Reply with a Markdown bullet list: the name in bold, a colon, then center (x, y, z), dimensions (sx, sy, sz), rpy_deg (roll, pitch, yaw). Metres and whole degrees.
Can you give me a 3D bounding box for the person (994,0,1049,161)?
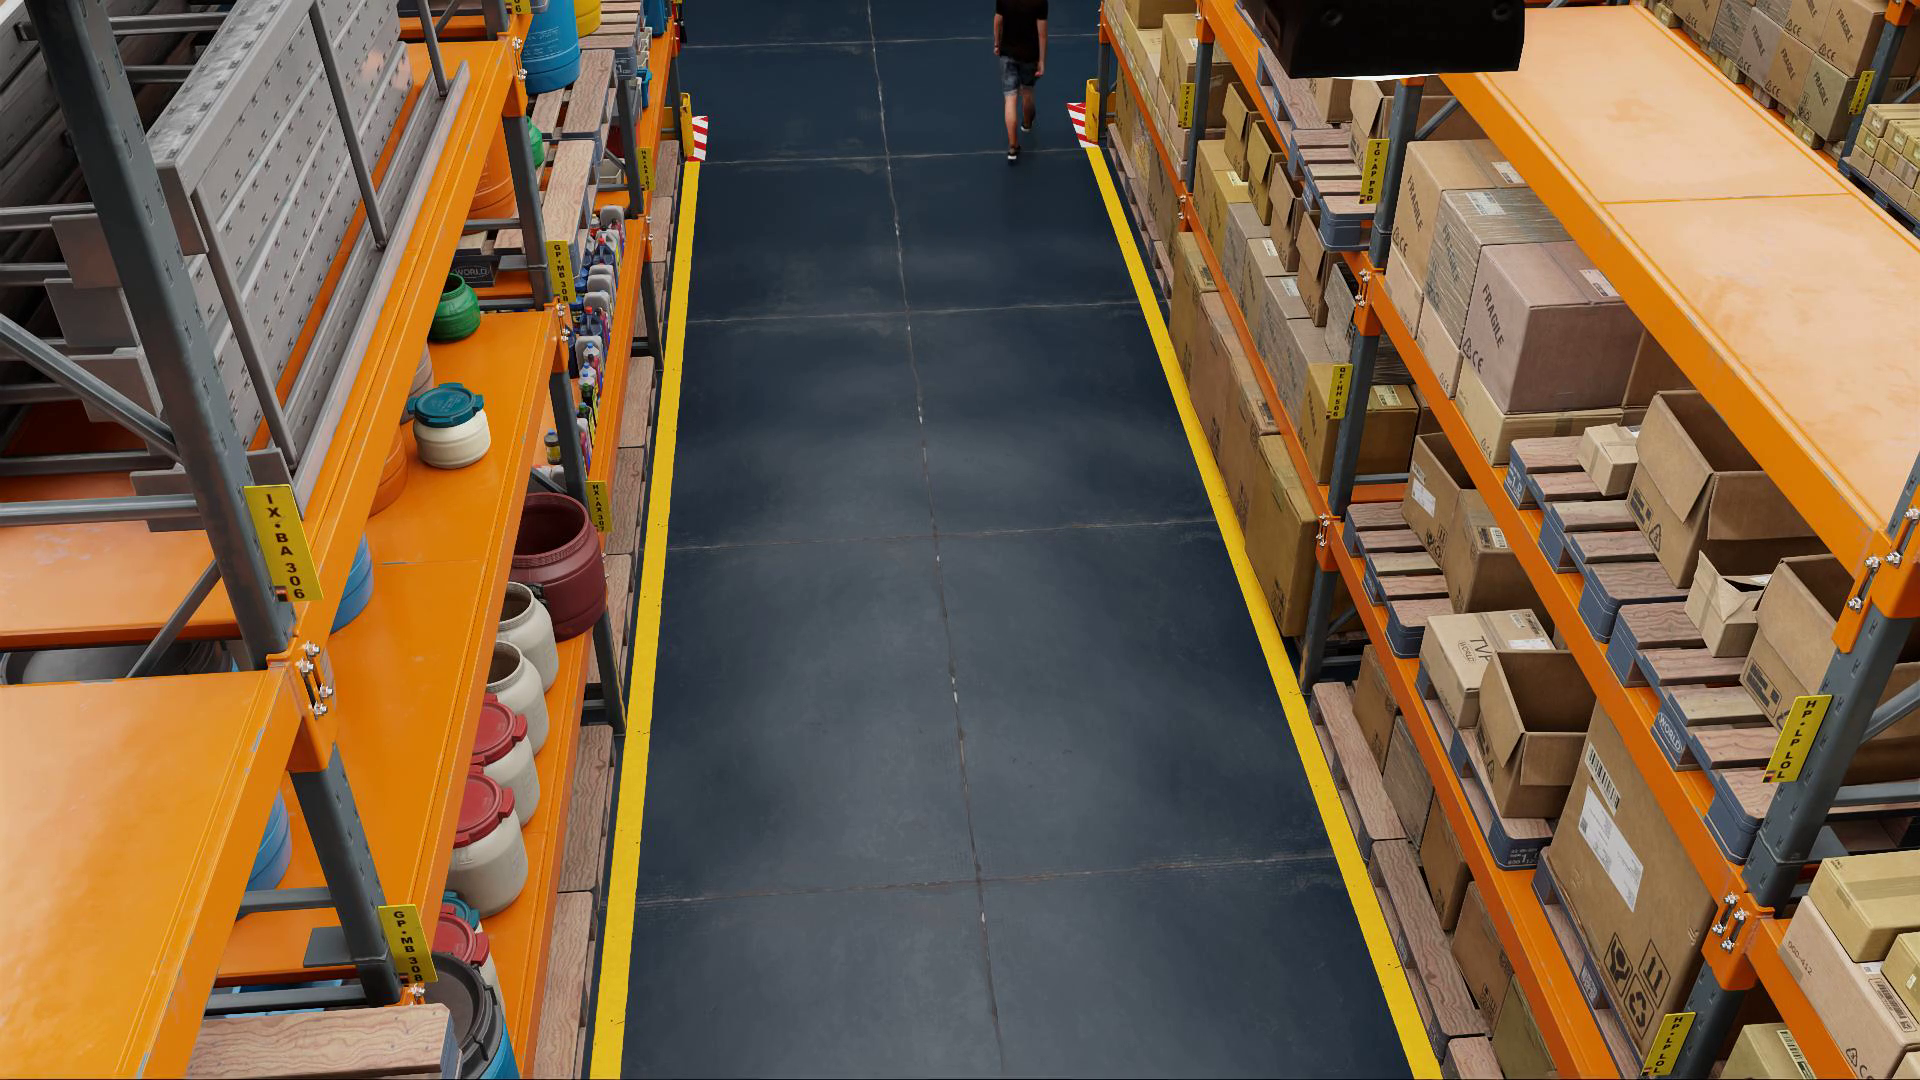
- **person**: center (0.530, -4.401, 15.316), dimensions (0.817, 1.802, 1.219), rpy_deg (4, 37, 5)
